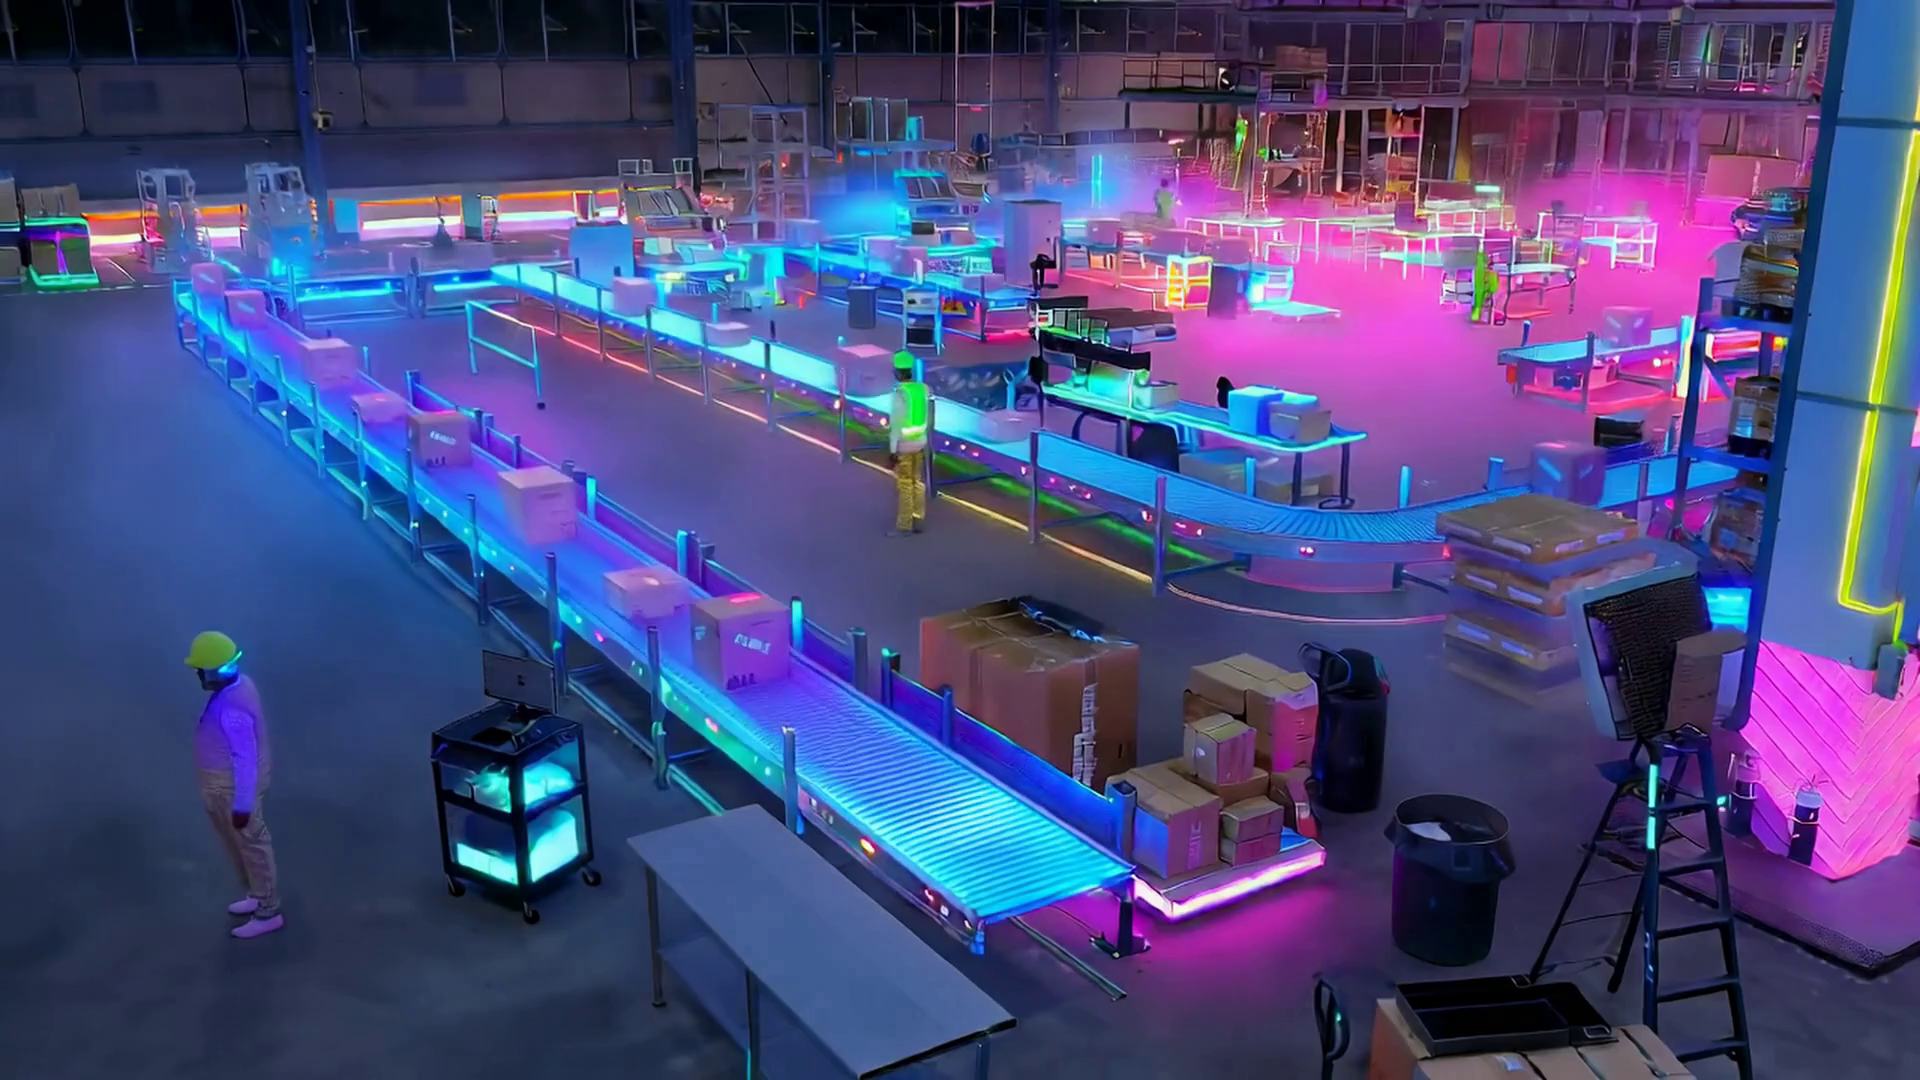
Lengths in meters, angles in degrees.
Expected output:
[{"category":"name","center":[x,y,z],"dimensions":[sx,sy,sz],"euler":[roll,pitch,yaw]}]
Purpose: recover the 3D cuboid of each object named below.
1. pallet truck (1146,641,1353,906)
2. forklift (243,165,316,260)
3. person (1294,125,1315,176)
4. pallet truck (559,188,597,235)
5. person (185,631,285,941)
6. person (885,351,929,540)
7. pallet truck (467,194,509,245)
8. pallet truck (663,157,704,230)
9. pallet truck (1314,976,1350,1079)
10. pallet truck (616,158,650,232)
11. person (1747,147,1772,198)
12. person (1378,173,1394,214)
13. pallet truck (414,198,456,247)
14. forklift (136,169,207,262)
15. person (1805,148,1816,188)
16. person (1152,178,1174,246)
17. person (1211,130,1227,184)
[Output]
[{"category":"pallet truck","center":[1.664,1.407,10.232],"dimensions":[1.630,1.274,0.653],"euler":[-10,20,-31]},{"category":"forklift","center":[-15.898,-7.669,38.708],"dimensions":[1.157,1.987,2.680],"euler":[-11,20,-33]},{"category":"person","center":[13.104,-14.800,63.176],"dimensions":[0.599,1.886,0.952],"euler":[-13,21,-36]},{"category":"pallet truck","center":[-10.010,-8.652,43.699],"dimensions":[0.653,1.274,1.630],"euler":[-10,20,-31]},{"category":"person","center":[-4.103,1.376,9.428],"dimensions":[0.403,1.827,0.600],"euler":[-7,18,-23]},{"category":"person","center":[-0.545,-0.974,17.044],"dimensions":[0.385,1.948,0.603],"euler":[9,19,28]},{"category":"pallet truck","center":[-11.983,-8.177,42.137],"dimensions":[0.704,1.261,1.522],"euler":[-11,20,-33]},{"category":"pallet truck","center":[-7.586,-9.308,44.692],"dimensions":[0.823,1.965,1.885],"euler":[-11,20,-33]},{"category":"pallet truck","center":[2.299,2.390,7.086],"dimensions":[1.601,1.201,0.680],"euler":[-2,17,-7]},{"category":"pallet truck","center":[-8.918,-9.176,44.255],"dimensions":[0.823,1.965,1.885],"euler":[-9,19,-27]},{"category":"person","center":[23.123,-10.357,48.108],"dimensions":[0.691,2.000,0.781],"euler":[-5,17,-16]},{"category":"person","center":[12.564,-10.438,48.922],"dimensions":[0.532,1.724,0.884],"euler":[-6,18,-19]},{"category":"pallet truck","center":[-13.250,-8.060,41.856],"dimensions":[0.680,1.201,1.601],"euler":[-10,20,-31]},{"category":"forklift","center":[-17.842,-7.318,37.559],"dimensions":[1.157,1.987,2.680],"euler":[-10,20,-31]},{"category":"person","center":[25.157,-10.602,49.102],"dimensions":[0.543,1.939,0.359],"euler":[-13,21,-37]},{"category":"person","center":[4.810,-7.650,39.480],"dimensions":[0.506,1.822,0.965],"euler":[2,17,5]},{"category":"person","center":[9.291,-13.735,59.619],"dimensions":[0.573,1.883,0.354],"euler":[7,18,21]}]
